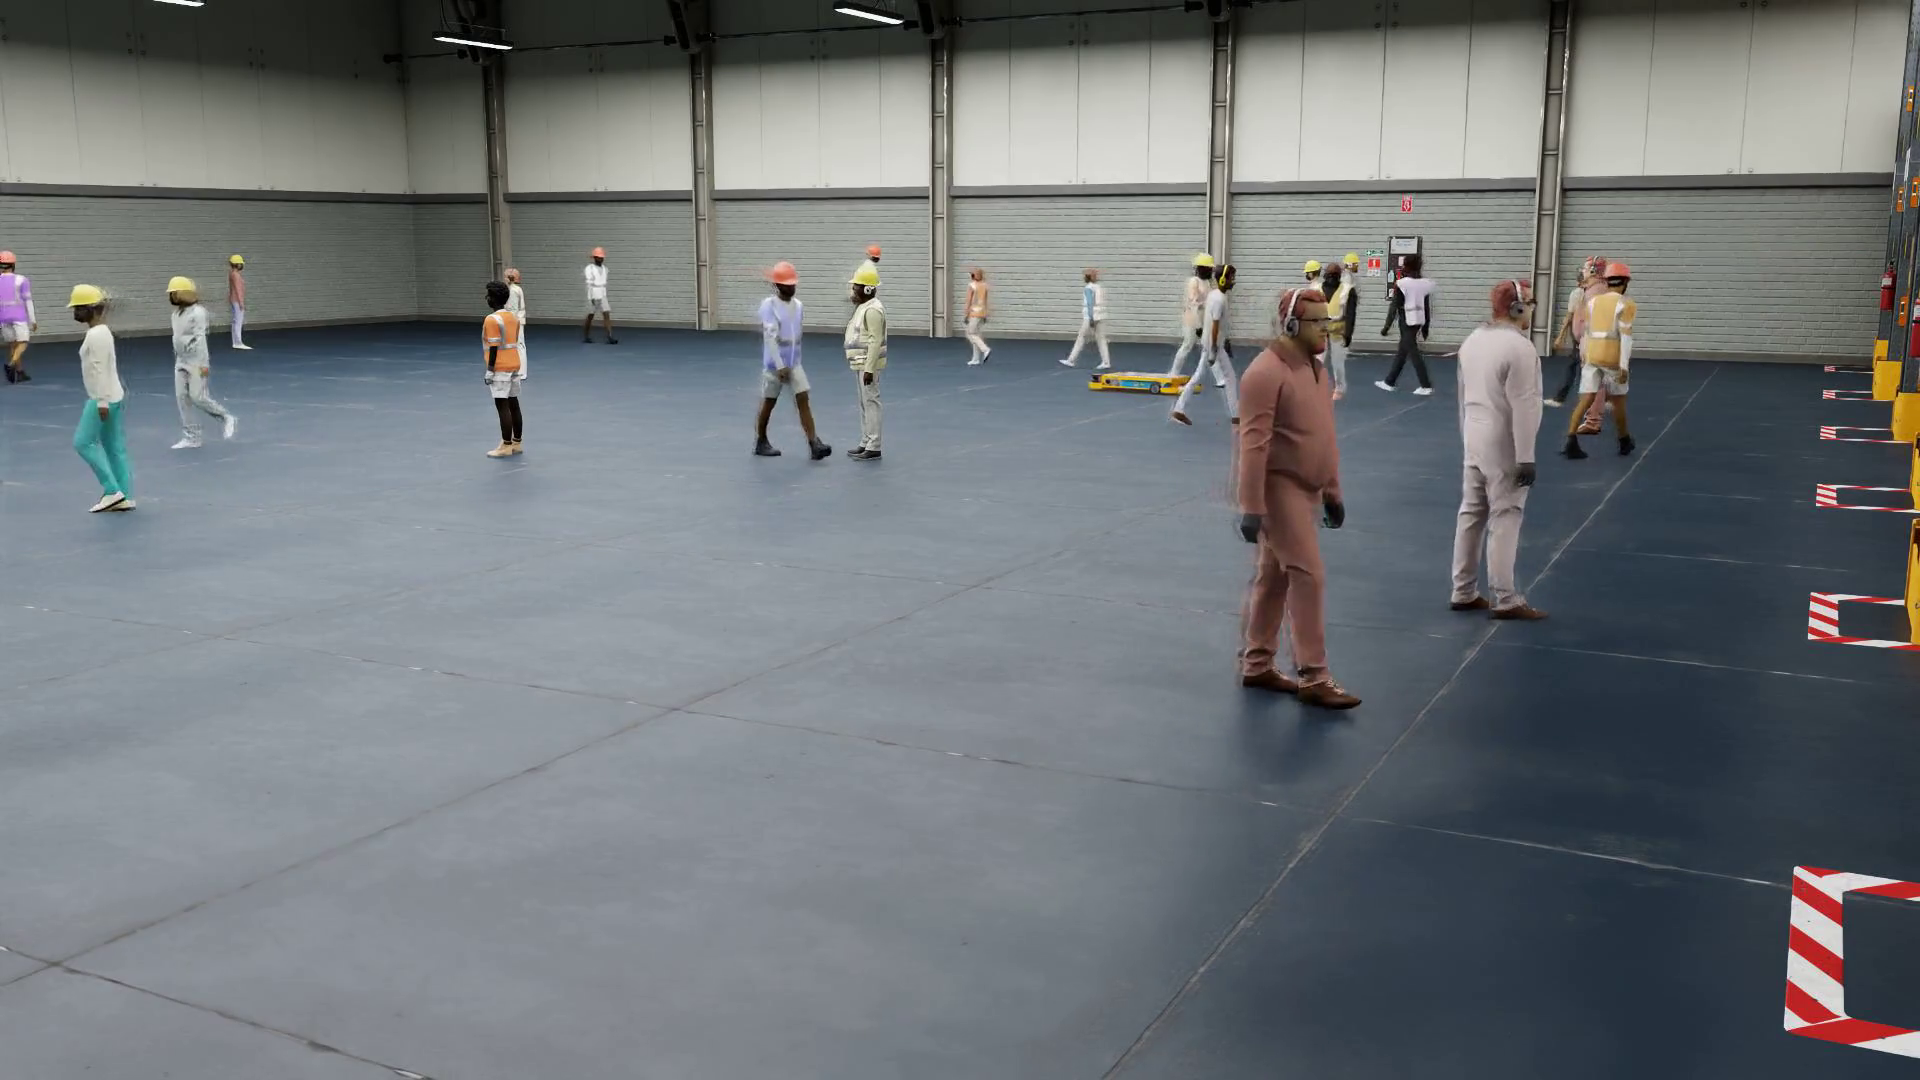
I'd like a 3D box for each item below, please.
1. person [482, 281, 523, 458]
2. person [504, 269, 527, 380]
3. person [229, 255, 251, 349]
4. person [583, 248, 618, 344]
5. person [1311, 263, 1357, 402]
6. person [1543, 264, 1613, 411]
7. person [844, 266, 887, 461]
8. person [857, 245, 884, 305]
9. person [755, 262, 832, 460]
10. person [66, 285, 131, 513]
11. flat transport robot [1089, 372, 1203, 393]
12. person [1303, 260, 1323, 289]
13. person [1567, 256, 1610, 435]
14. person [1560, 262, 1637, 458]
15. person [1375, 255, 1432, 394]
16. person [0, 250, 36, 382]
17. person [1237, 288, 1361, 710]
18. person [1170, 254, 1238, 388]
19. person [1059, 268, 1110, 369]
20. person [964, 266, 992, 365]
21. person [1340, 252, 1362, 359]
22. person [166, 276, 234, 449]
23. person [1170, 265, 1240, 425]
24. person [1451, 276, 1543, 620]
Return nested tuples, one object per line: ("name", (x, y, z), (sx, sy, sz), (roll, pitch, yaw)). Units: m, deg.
("person", (-4.413, -1.642, 16.024), (0.319, 1.697, 0.532), (2, 11, 11))
("person", (-6.549, -3.170, 24.511), (0.308, 1.639, 0.524), (-1, 10, -7))
("person", (-13.532, -4.462, 31.217), (0.326, 1.767, 0.533), (-7, 13, -34))
("person", (-7.134, -4.793, 32.713), (1.012, 1.892, 0.545), (10, 14, 43))
("person", (4.702, -2.602, 21.041), (0.627, 1.806, 0.881), (5, 11, 23))
("person", (7.587, -2.452, 20.223), (0.544, 1.789, 0.991), (-8, 13, -38))
("person", (-0.898, -1.673, 15.815), (0.404, 1.837, 0.590), (-2, 11, -12))
("person", (-1.720, -4.564, 31.289), (0.503, 1.944, 0.734), (-4, 11, -20))
("person", (-1.652, -1.685, 15.788), (1.005, 1.870, 0.551), (10, 14, 43))
("person", (-6.618, -1.068, 12.728), (0.426, 1.749, 0.560), (-4, 11, -22))
("flat transport robot", (2.542, -2.161, 22.743), (1.431, 0.197, 0.652), (7, 13, 35))
("person", (5.174, -3.218, 24.439), (0.313, 1.767, 0.523), (2, 11, 11))
("person", (6.769, -2.083, 17.857), (0.400, 1.910, 0.643), (6, 12, 32))
("person", (6.196, -1.718, 15.961), (1.020, 1.878, 0.590), (-8, 13, -36))
("person", (6.065, -2.914, 22.519), (0.591, 1.863, 1.045), (-8, 13, -36))
("person", (-13.696, -3.213, 24.003), (0.553, 1.919, 0.804), (-1, 10, -5))
("person", (1.620, -0.183, 7.541), (0.785, 1.881, 0.673), (7, 12, 33))
("person", (3.363, -3.049, 23.237), (1.026, 1.868, 0.599), (7, 12, 32))
("person", (2.034, -3.525, 26.556), (0.857, 1.594, 0.514), (5, 11, 25))
("person", (0.310, -3.661, 27.206), (0.495, 1.629, 0.526), (8, 13, 36))
("person", (6.725, -4.043, 28.748), (0.403, 1.831, 0.598), (3, 11, 15))
("person", (-7.679, -1.782, 16.707), (0.494, 1.724, 0.533), (6, 12, 29))
("person", (2.833, -2.167, 18.622), (1.003, 1.820, 0.495), (-2, 11, -9))
("person", (3.032, -0.509, 9.281), (0.403, 1.907, 0.647), (-3, 11, -14))
